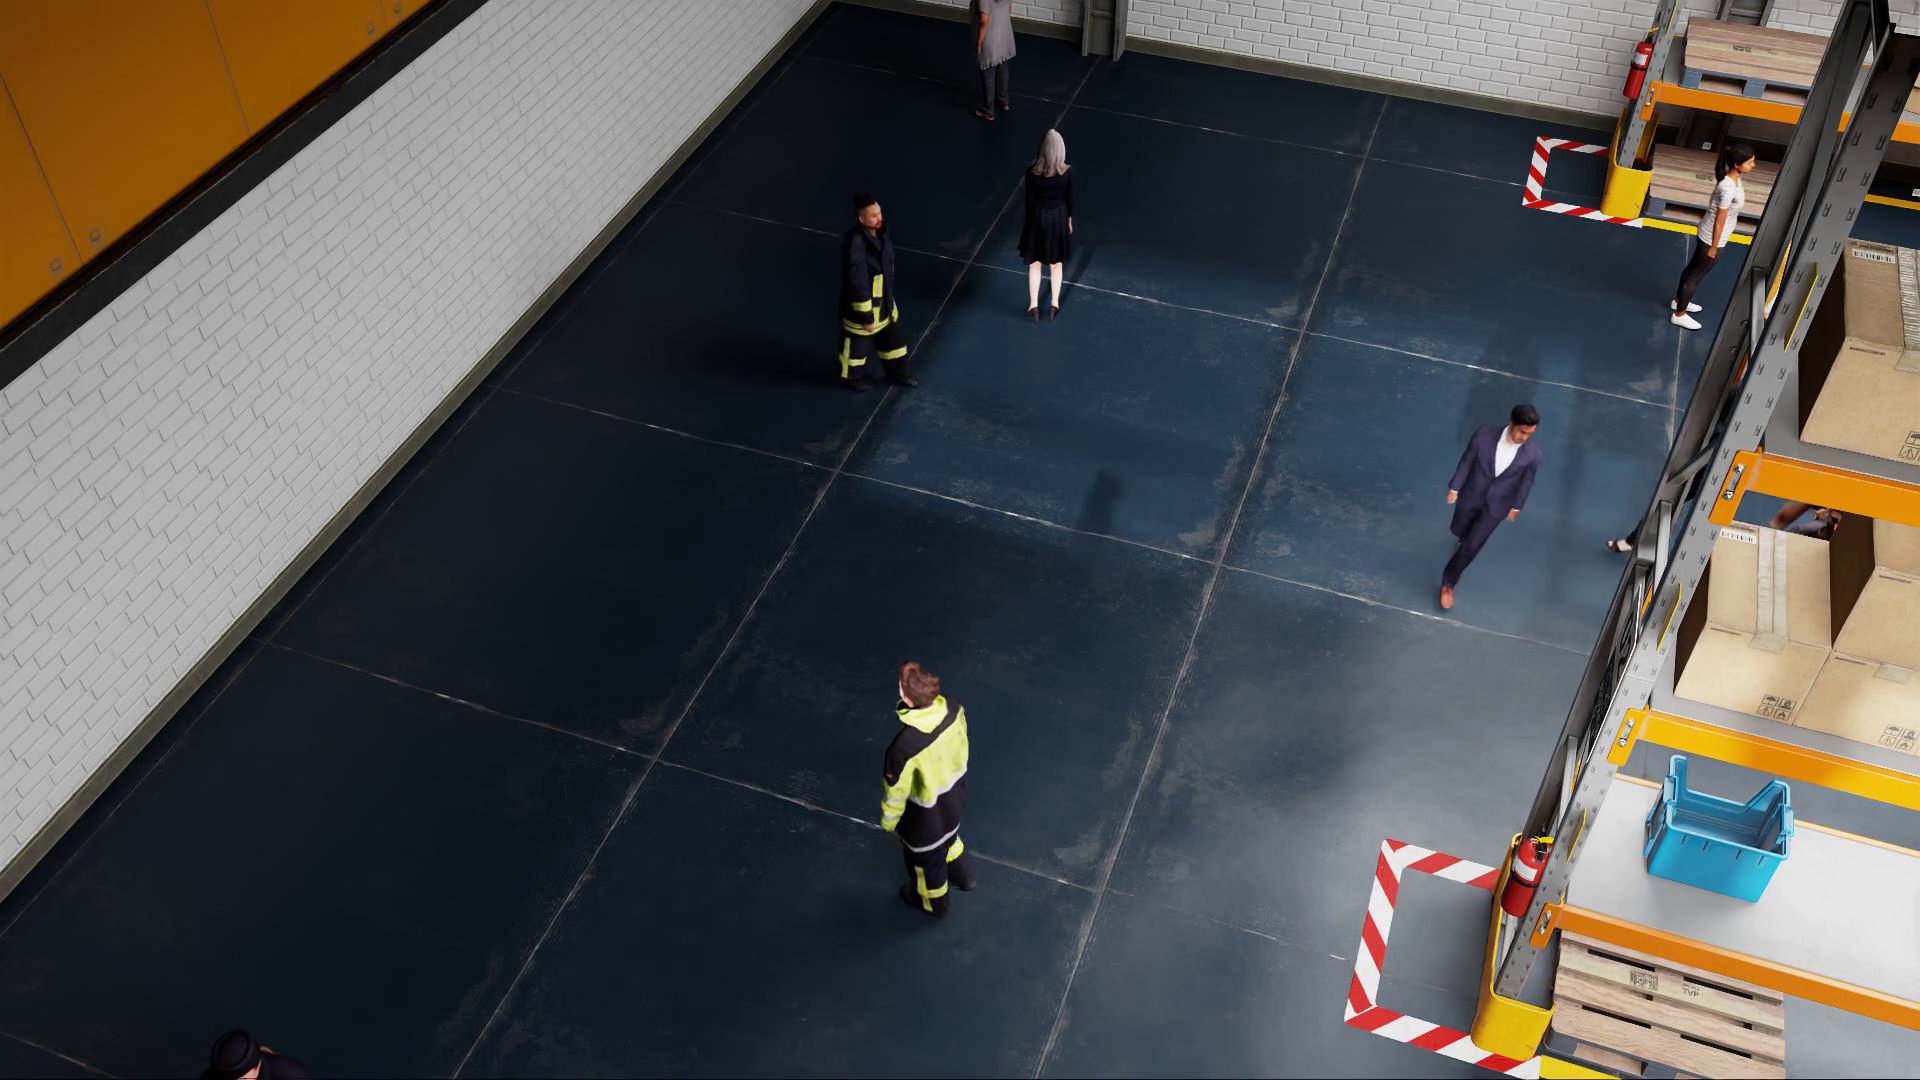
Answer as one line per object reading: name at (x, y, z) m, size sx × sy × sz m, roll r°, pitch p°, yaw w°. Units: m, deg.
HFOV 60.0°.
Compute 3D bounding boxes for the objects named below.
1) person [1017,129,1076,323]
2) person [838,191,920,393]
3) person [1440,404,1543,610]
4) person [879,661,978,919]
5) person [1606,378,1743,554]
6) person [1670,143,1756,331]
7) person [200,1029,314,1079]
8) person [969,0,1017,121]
person at (0.719, -2.572, 13.646) m, size 0.643 × 1.745 × 0.751 m, roll -4°, pitch 44°, yaw -4°
person at (-0.789, -1.951, 12.917) m, size 0.908 × 1.853 × 0.848 m, roll 20°, pitch 47°, yaw 20°
person at (3.605, -0.320, 11.324) m, size 0.991 × 1.688 × 0.835 m, roll 23°, pitch 48°, yaw 23°
person at (-0.112, 1.469, 9.247) m, size 0.794 × 1.964 × 0.837 m, roll 22°, pitch 48°, yaw 22°
person at (5.171, -0.389, 11.396) m, size 1.115 × 1.689 × 0.715 m, roll 22°, pitch 48°, yaw 22°
person at (6.173, -2.514, 13.657) m, size 0.515 × 1.647 × 0.557 m, roll 15°, pitch 46°, yaw 15°
person at (-3.251, 2.833, 8.029) m, size 0.707 × 1.669 × 0.842 m, roll -1°, pitch 44°, yaw -1°
person at (0.320, -4.903, 16.193) m, size 0.756 × 1.609 × 0.722 m, roll 30°, pitch 51°, yaw 27°
